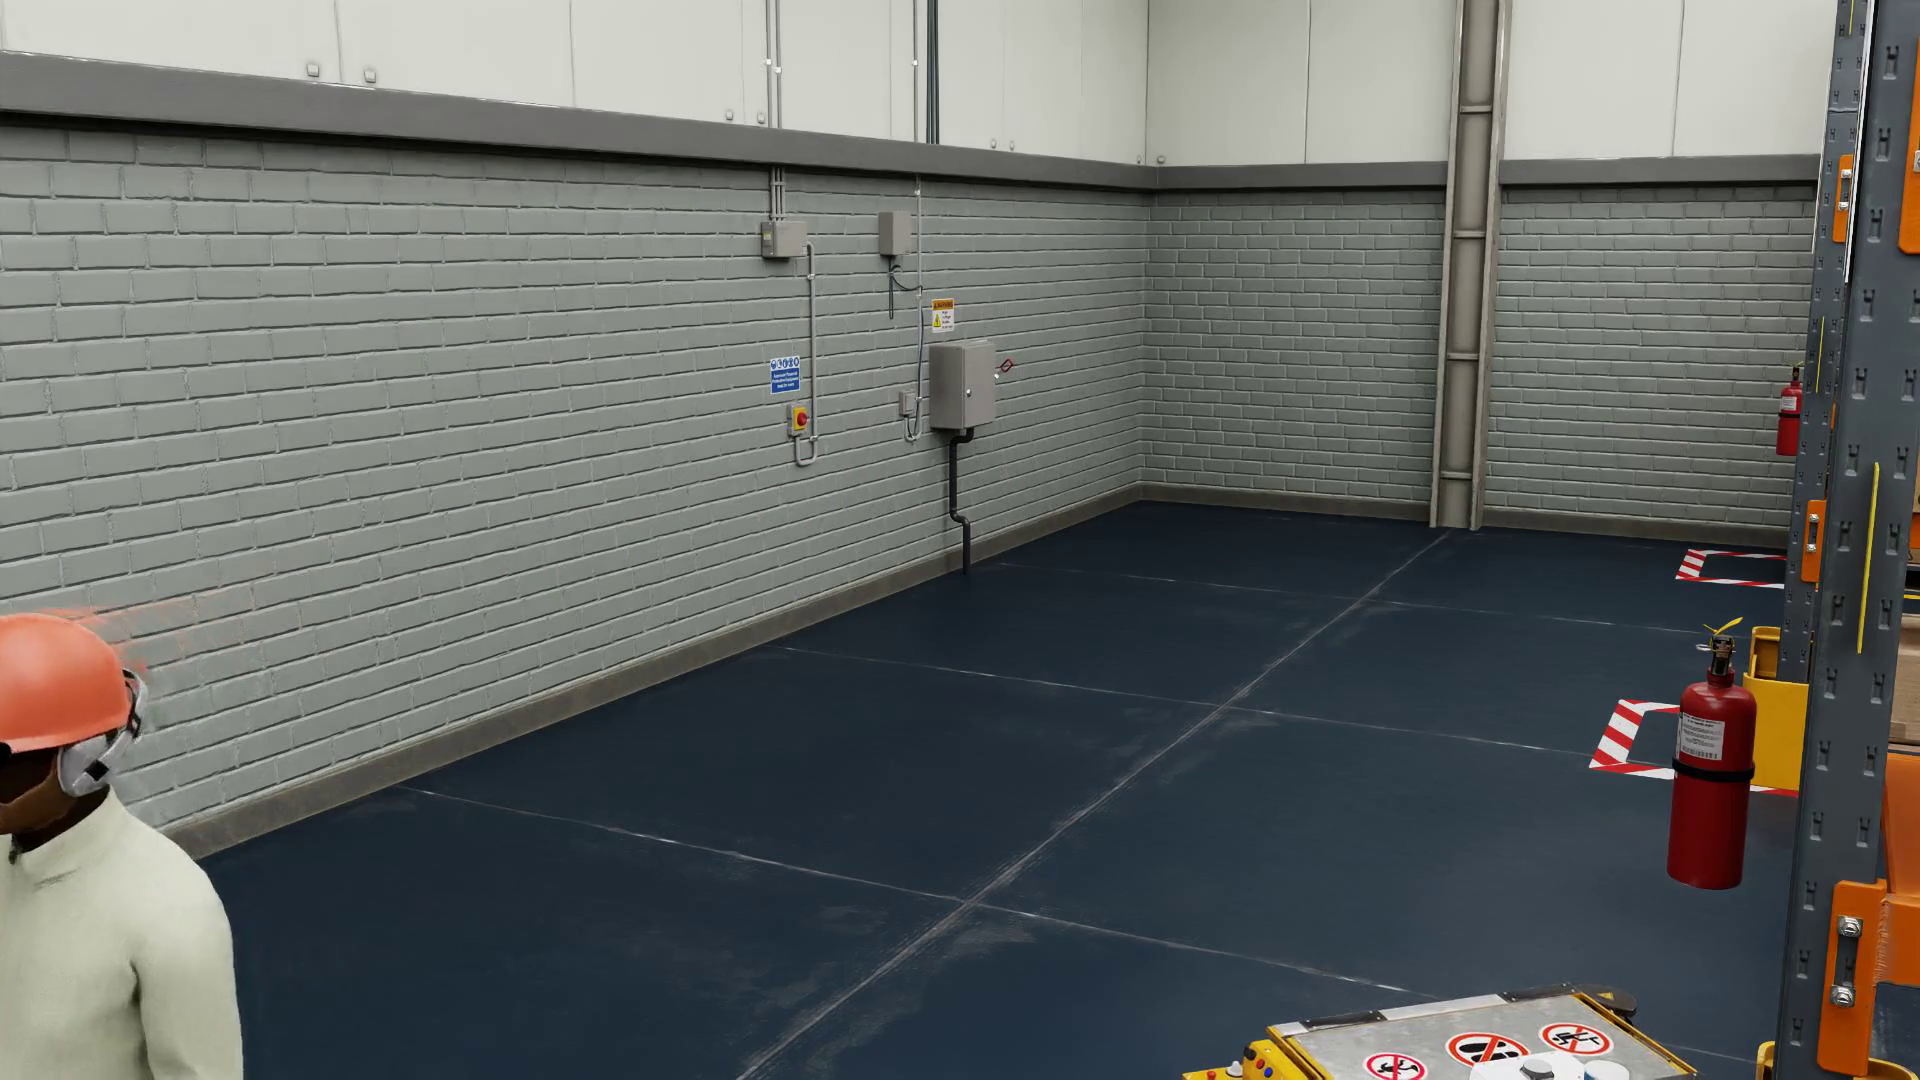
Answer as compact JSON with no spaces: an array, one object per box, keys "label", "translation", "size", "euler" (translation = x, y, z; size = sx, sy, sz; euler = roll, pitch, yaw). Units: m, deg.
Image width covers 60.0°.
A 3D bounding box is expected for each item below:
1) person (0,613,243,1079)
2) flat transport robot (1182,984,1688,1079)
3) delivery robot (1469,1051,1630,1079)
[{"label":"person","translation":[-1.329,1.049,2.736],"size":[0.620,1.967,0.824],"euler":[8,13,36]},{"label":"flat transport robot","translation":[1.414,1.541,4.672],"size":[1.431,0.197,0.652],"euler":[-3,11,-16]},{"label":"delivery robot","translation":[1.523,1.483,3.954],"size":[0.477,0.478,0.707],"euler":[-3,11,-16]}]
